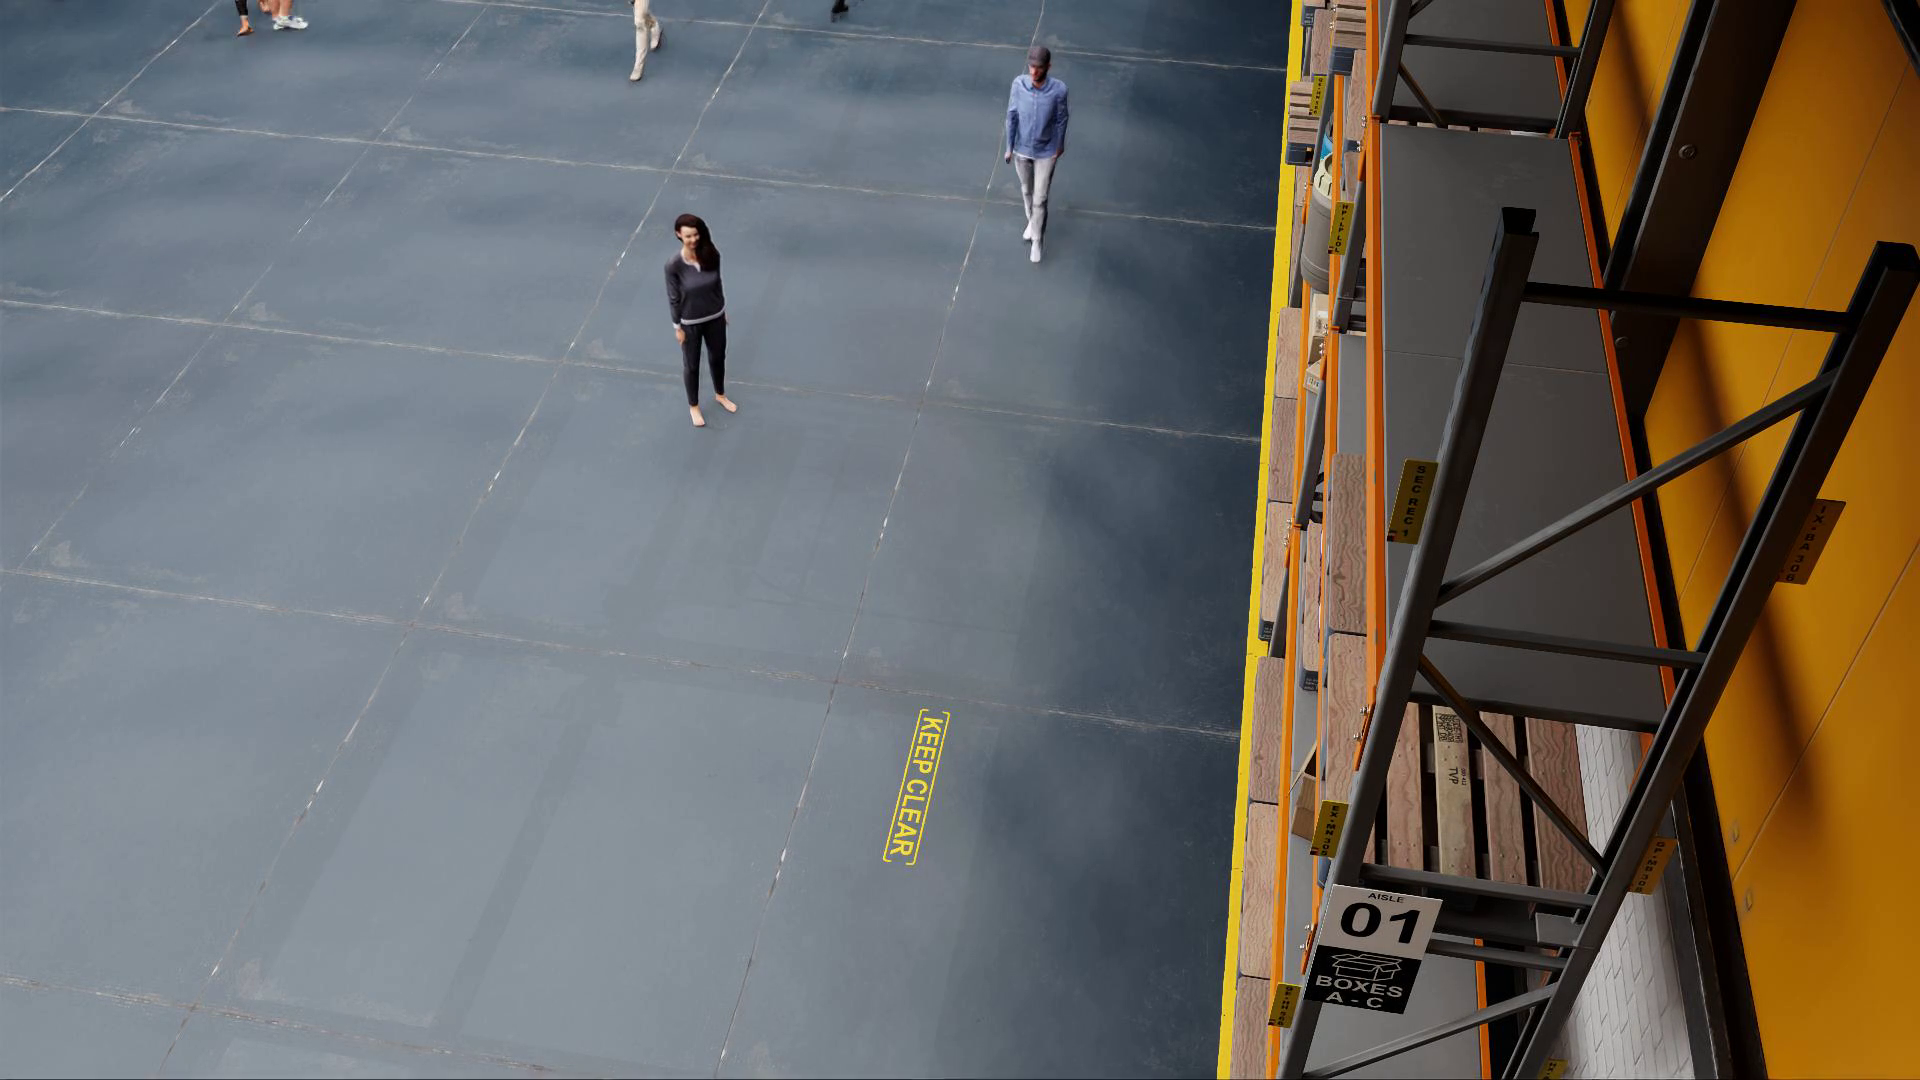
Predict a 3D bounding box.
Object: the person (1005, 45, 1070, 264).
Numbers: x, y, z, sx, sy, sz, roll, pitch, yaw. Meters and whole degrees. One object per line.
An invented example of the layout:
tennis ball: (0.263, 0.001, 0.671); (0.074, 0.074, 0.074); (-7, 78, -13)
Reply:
person: (0.668, -3.409, 14.293); (0.717, 1.863, 0.953); (13, 45, 13)

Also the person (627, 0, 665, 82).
person: (-3.222, -5.651, 16.682); (0.711, 1.813, 1.228); (10, 45, 10)

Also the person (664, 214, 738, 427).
person: (-1.969, -1.679, 12.546); (0.678, 1.768, 0.744); (-27, 50, -25)
